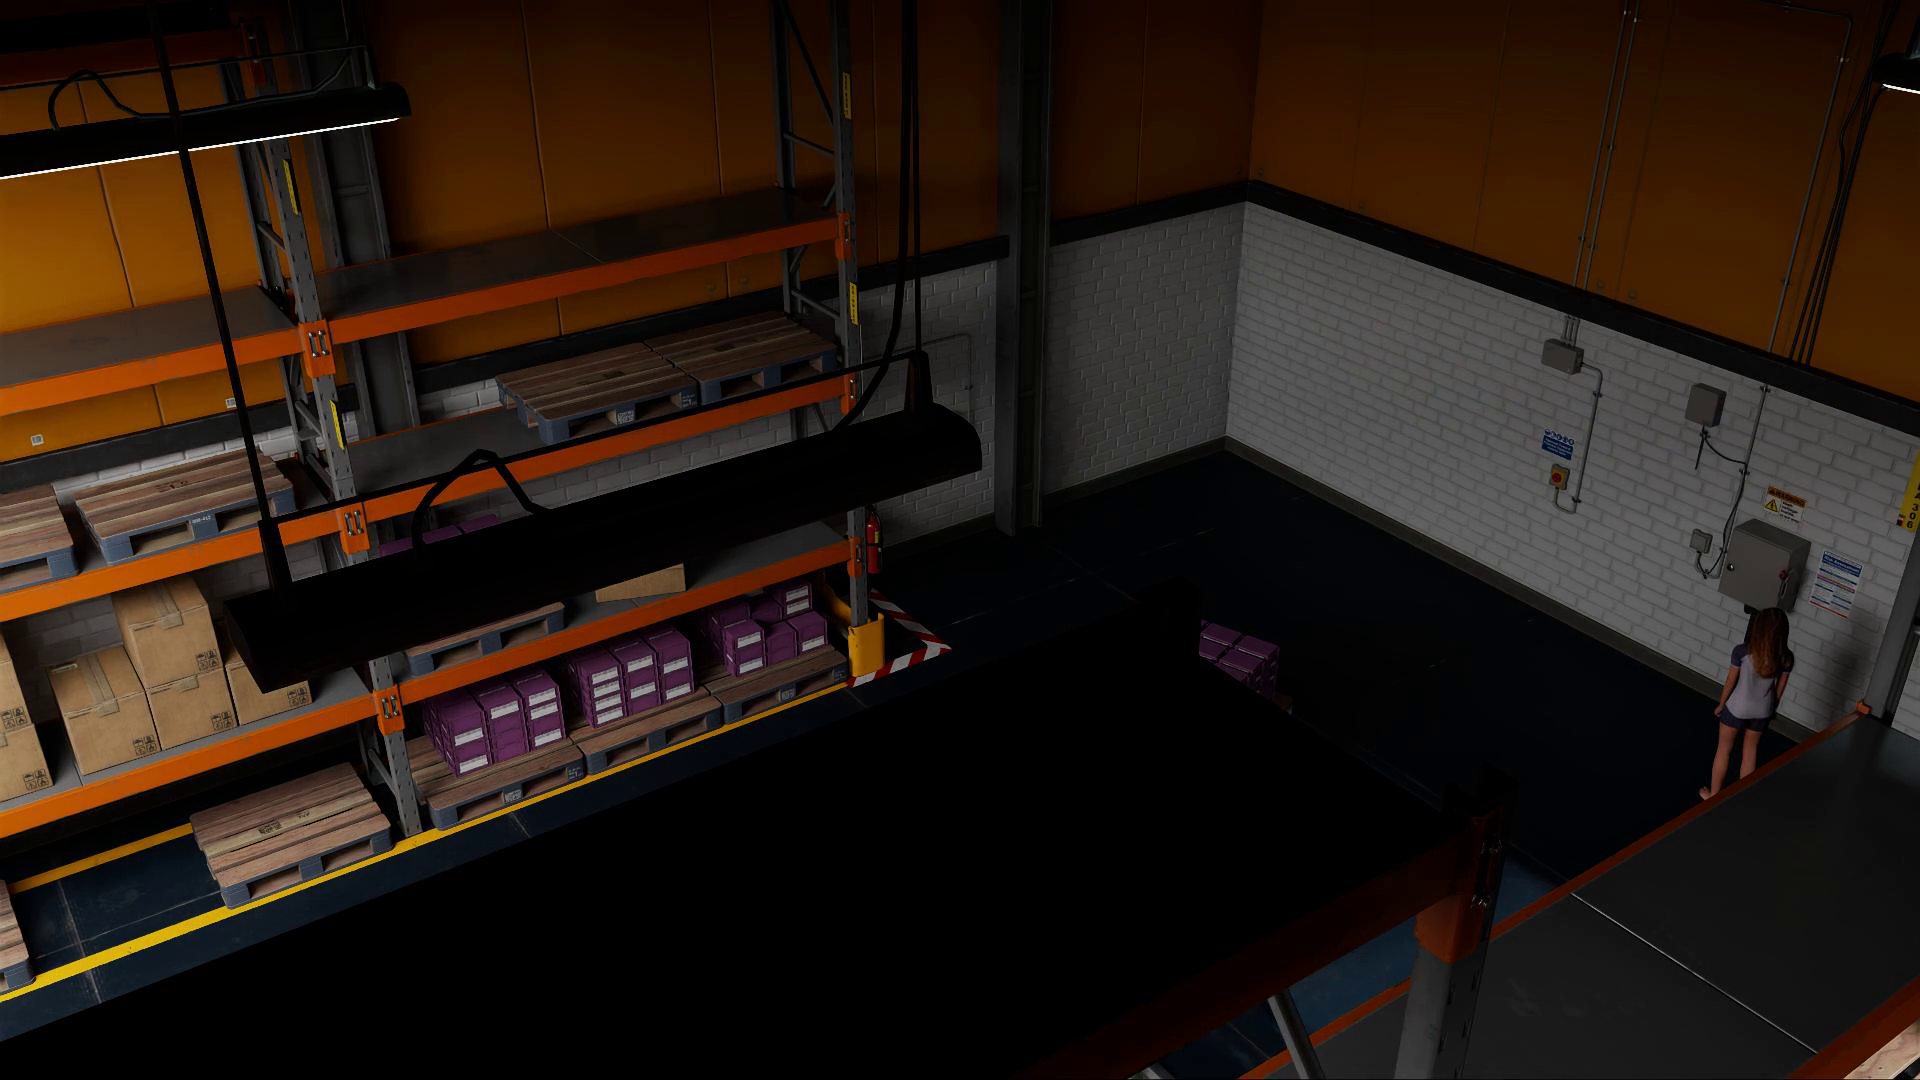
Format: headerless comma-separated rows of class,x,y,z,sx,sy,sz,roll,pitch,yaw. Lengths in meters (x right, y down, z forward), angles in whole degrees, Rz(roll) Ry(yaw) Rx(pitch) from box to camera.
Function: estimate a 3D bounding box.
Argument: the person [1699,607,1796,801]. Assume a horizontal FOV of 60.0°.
person,5.923,1.271,12.494,0.679,1.731,0.748,3,29,6
